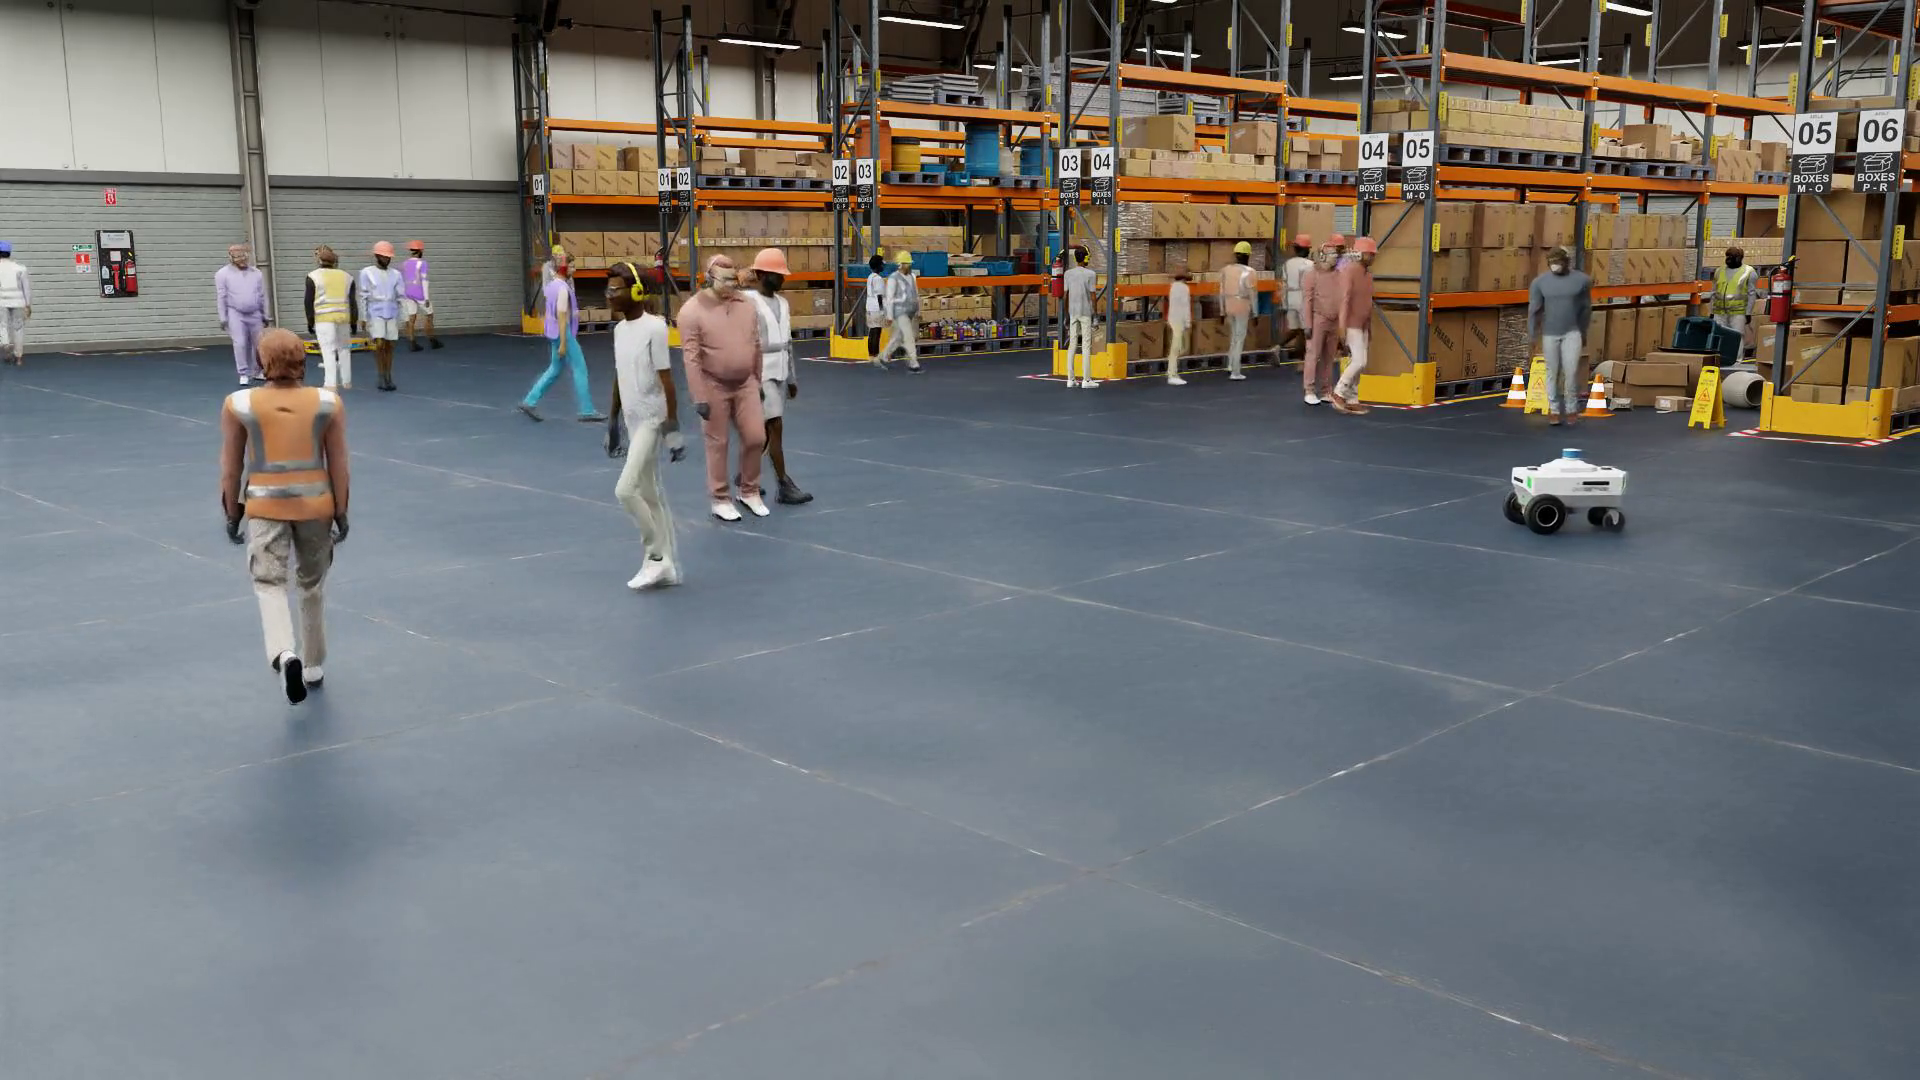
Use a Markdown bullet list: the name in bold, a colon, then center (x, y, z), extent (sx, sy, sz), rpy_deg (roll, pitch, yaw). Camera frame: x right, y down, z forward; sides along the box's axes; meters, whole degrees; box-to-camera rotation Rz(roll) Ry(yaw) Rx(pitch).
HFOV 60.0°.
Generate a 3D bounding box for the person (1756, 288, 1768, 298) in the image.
- **person**: center (15.067, -4.720, 31.598), extent (0.979, 1.897, 0.552), rpy_deg (-9, 13, -39)

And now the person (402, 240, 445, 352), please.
- **person**: center (-9.382, -4.266, 29.045), extent (0.576, 1.904, 0.859), rpy_deg (4, 11, 22)

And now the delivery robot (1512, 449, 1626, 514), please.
- **delivery robot**: center (4.188, -0.385, 11.443), extent (0.707, 0.478, 0.477), rpy_deg (0, 10, -2)

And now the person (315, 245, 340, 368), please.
- **person**: center (-9.623, -3.548, 25.306), extent (0.345, 1.847, 0.506), rpy_deg (0, 10, -1)

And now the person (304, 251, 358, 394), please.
- **person**: center (-8.066, -2.792, 21.351), extent (0.656, 1.794, 0.737), rpy_deg (-10, 14, -44)

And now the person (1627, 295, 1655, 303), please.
- **person**: center (13.590, -5.007, 33.210), extent (0.604, 1.868, 0.634), rpy_deg (7, 12, 33)

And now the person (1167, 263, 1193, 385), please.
- **person**: center (2.967, -2.922, 22.492), extent (0.399, 1.615, 0.608), rpy_deg (-3, 11, -14)

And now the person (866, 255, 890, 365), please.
- **person**: center (-1.291, -3.566, 25.813), extent (0.318, 1.697, 0.535), rpy_deg (-4, 11, -19)

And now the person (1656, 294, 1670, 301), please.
- **person**: center (15.582, -5.720, 36.738), extent (0.553, 2.000, 0.745), rpy_deg (5, 12, 27)

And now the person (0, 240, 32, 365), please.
- **person**: center (-14.700, -3.663, 25.715), extent (0.613, 1.926, 0.624), rpy_deg (-6, 12, -30)

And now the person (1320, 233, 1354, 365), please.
- **person**: center (5.833, -3.754, 25.938), extent (0.505, 2.023, 0.634), rpy_deg (-10, 14, -42)

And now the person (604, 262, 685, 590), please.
- **person**: center (-1.814, -0.628, 9.354), extent (0.504, 1.849, 0.566), rpy_deg (-8, 13, -36)

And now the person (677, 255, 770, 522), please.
- **person**: center (-1.637, -1.050, 11.643), extent (0.697, 1.865, 0.512), rpy_deg (-7, 13, -35)

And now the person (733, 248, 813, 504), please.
- **person**: center (-1.454, -1.253, 12.629), extent (0.812, 1.910, 0.559), rpy_deg (6, 12, 30)

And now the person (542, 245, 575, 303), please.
- **person**: center (-7.501, -4.649, 31.394), extent (0.732, 1.809, 0.620), rpy_deg (10, 14, 42)

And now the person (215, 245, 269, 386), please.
- **person**: center (-9.665, -3.024, 22.424), extent (0.499, 1.873, 0.699), rpy_deg (10, 14, 43)

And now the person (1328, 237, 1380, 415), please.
- **person**: center (4.455, -2.384, 18.588), extent (0.431, 1.977, 0.652), rpy_deg (9, 13, 39)

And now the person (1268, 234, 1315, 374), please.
- **person**: center (4.875, -3.423, 24.142), extent (0.657, 2.026, 0.613), rpy_deg (-6, 12, -29)

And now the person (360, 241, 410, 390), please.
- **person**: center (-7.382, -2.886, 21.481), extent (0.581, 1.920, 0.652), rpy_deg (-9, 14, -41)

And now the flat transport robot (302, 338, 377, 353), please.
- **flat transport robot**: center (-10.781, -3.360, 28.696), extent (0.652, 0.197, 1.431), rpy_deg (5, 12, 25)

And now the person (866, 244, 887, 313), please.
- **person**: center (-1.494, -4.612, 31.181), extent (0.543, 1.863, 0.733), rpy_deg (8, 13, 37)

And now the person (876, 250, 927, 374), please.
- **person**: center (-0.880, -3.351, 24.398), extent (0.921, 1.790, 0.580), rpy_deg (6, 12, 29)

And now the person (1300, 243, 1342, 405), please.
- **person**: center (4.356, -2.578, 19.842), extent (0.641, 1.913, 0.407), rpy_deg (-7, 12, -32)

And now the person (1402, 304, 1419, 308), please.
- **person**: center (6.536, -3.222, 23.470), extent (0.745, 1.878, 0.372), rpy_deg (-8, 13, -36)

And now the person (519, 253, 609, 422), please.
- **person**: center (-4.311, -2.179, 17.925), extent (0.895, 1.816, 0.567), rpy_deg (-5, 11, -25)

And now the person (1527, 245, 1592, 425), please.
- **person**: center (6.297, -2.144, 17.526), extent (0.636, 1.891, 0.658), rpy_deg (3, 11, 15)

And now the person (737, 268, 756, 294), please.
- **person**: center (-2.439, -2.313, 19.172), extent (0.531, 1.621, 0.398), rpy_deg (-2, 11, -9)

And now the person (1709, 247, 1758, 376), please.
- **person**: center (10.904, -3.218, 23.530), extent (0.430, 1.841, 0.624), rpy_deg (-8, 13, -38)

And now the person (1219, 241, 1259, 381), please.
- **person**: center (3.912, -3.175, 23.074), extent (0.500, 1.912, 0.611), rpy_deg (-9, 14, -40)

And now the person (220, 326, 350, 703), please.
- **person**: center (-2.892, -0.105, 7.173), extent (0.521, 1.619, 0.699), rpy_deg (-5, 12, -26)

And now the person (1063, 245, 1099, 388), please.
- **person**: center (1.604, -2.947, 21.962), extent (0.531, 1.870, 0.316), rpy_deg (7, 12, 33)
